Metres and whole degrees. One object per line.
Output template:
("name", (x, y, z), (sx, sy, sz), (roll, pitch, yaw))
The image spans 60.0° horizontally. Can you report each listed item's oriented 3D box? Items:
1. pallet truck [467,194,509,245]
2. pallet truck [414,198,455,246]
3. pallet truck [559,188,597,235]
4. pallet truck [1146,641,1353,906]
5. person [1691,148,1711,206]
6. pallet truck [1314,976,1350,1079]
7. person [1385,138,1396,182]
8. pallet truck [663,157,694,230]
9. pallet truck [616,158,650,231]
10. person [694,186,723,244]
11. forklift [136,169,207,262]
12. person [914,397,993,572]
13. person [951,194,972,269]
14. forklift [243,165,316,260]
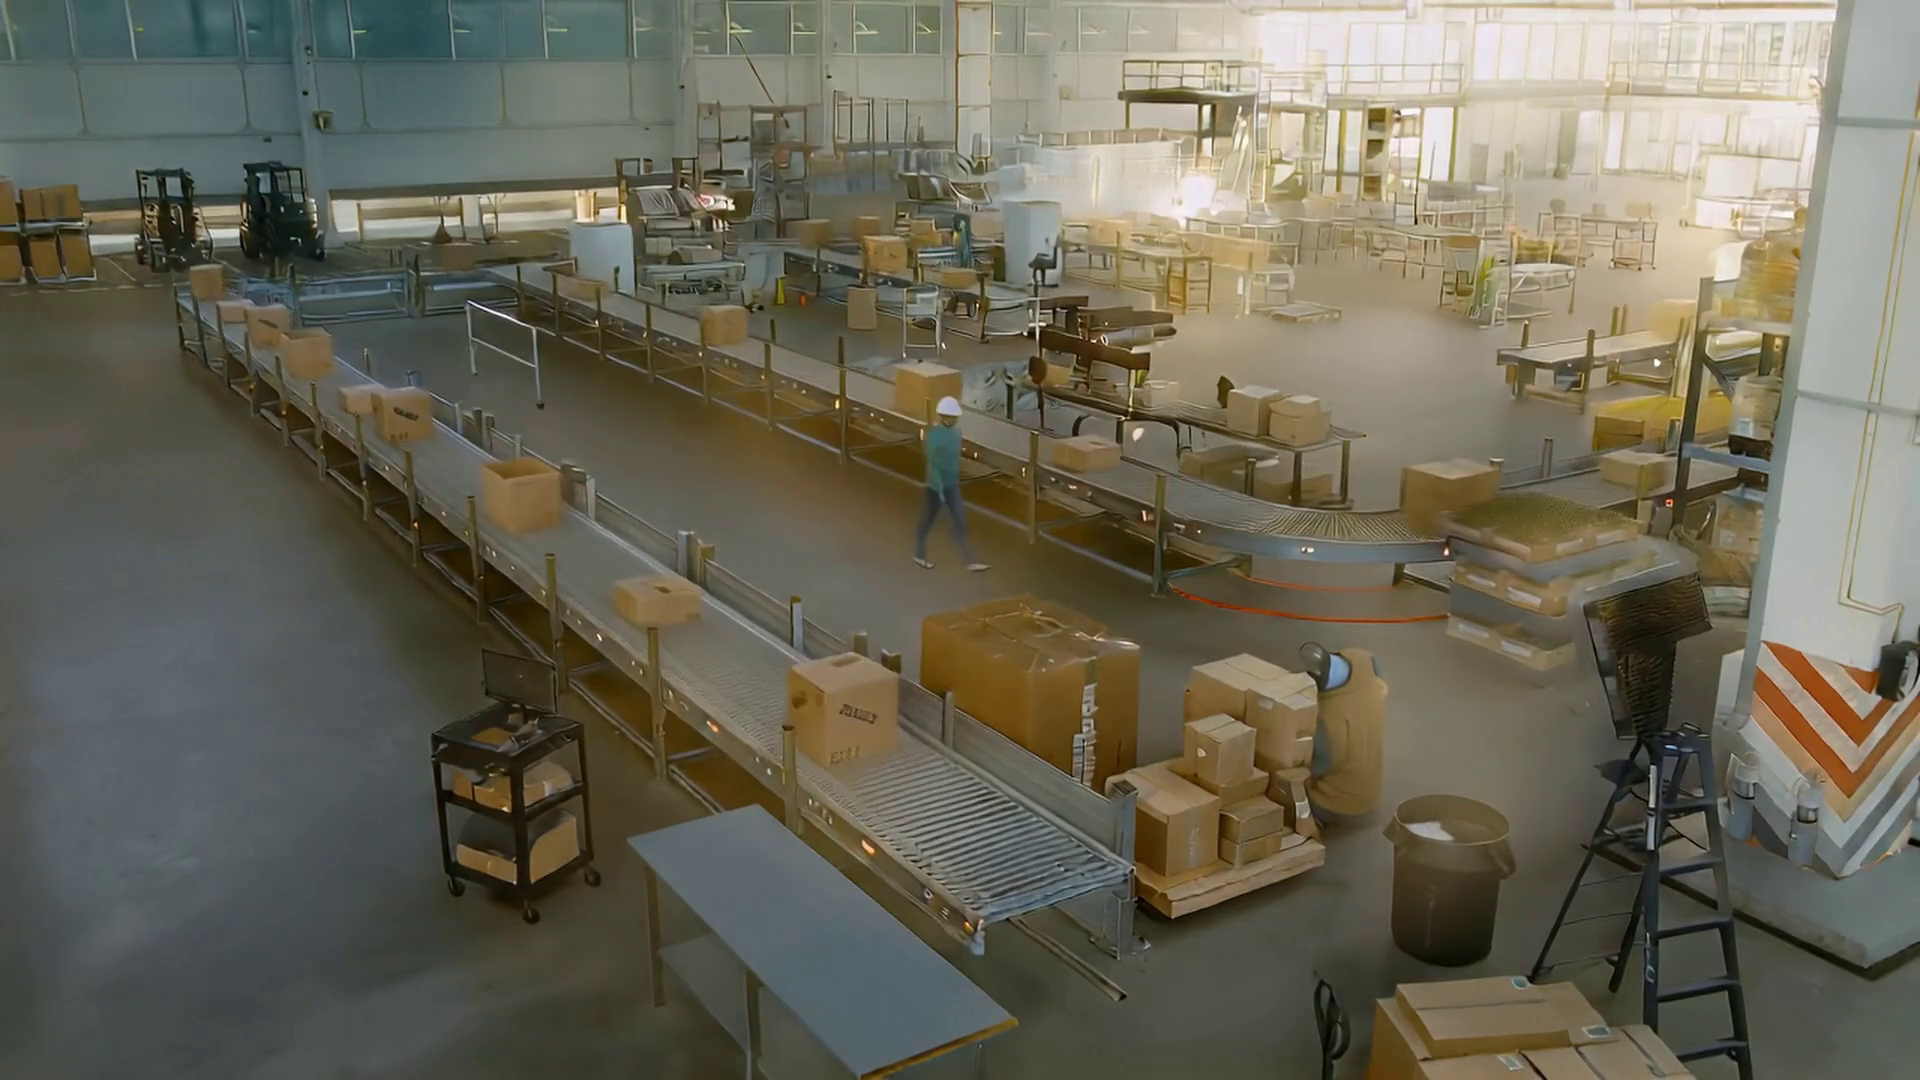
("pallet truck", (-11.983, -8.177, 42.137), (0.704, 1.261, 1.522), (-11, 20, -33))
("pallet truck", (-13.250, -8.060, 41.856), (0.680, 1.201, 1.601), (-10, 20, -31))
("pallet truck", (-10.010, -8.652, 43.699), (0.653, 1.274, 1.630), (-10, 20, -31))
("pallet truck", (1.664, 1.407, 10.232), (1.630, 1.274, 0.653), (-10, 20, -31))
("person", (22.851, -11.178, 51.312), (0.523, 1.769, 0.310), (9, 19, 27))
("pallet truck", (2.299, 2.390, 7.086), (1.601, 1.201, 0.680), (-2, 17, -7))
("person", (14.486, -12.712, 56.280), (0.508, 1.847, 0.345), (-14, 22, -40))
("pallet truck", (-7.586, -9.308, 44.692), (0.823, 1.965, 1.885), (-11, 20, -33))
("pallet truck", (-8.918, -9.176, 44.255), (0.823, 1.965, 1.885), (-9, 19, -27))
("person", (-5.511, -6.867, 36.782), (0.830, 1.871, 0.637), (-13, 21, -37))
("forklift", (-17.842, -7.318, 37.559), (1.157, 1.987, 2.680), (-10, 20, -31))
("person", (-0.111, -0.508, 15.876), (0.881, 1.727, 0.539), (14, 22, 40))
("person", (0.064, -5.849, 33.124), (0.389, 2.034, 0.605), (-8, 19, -26))
("forklift", (-15.898, -7.669, 38.708), (1.157, 1.987, 2.680), (-11, 20, -33))
